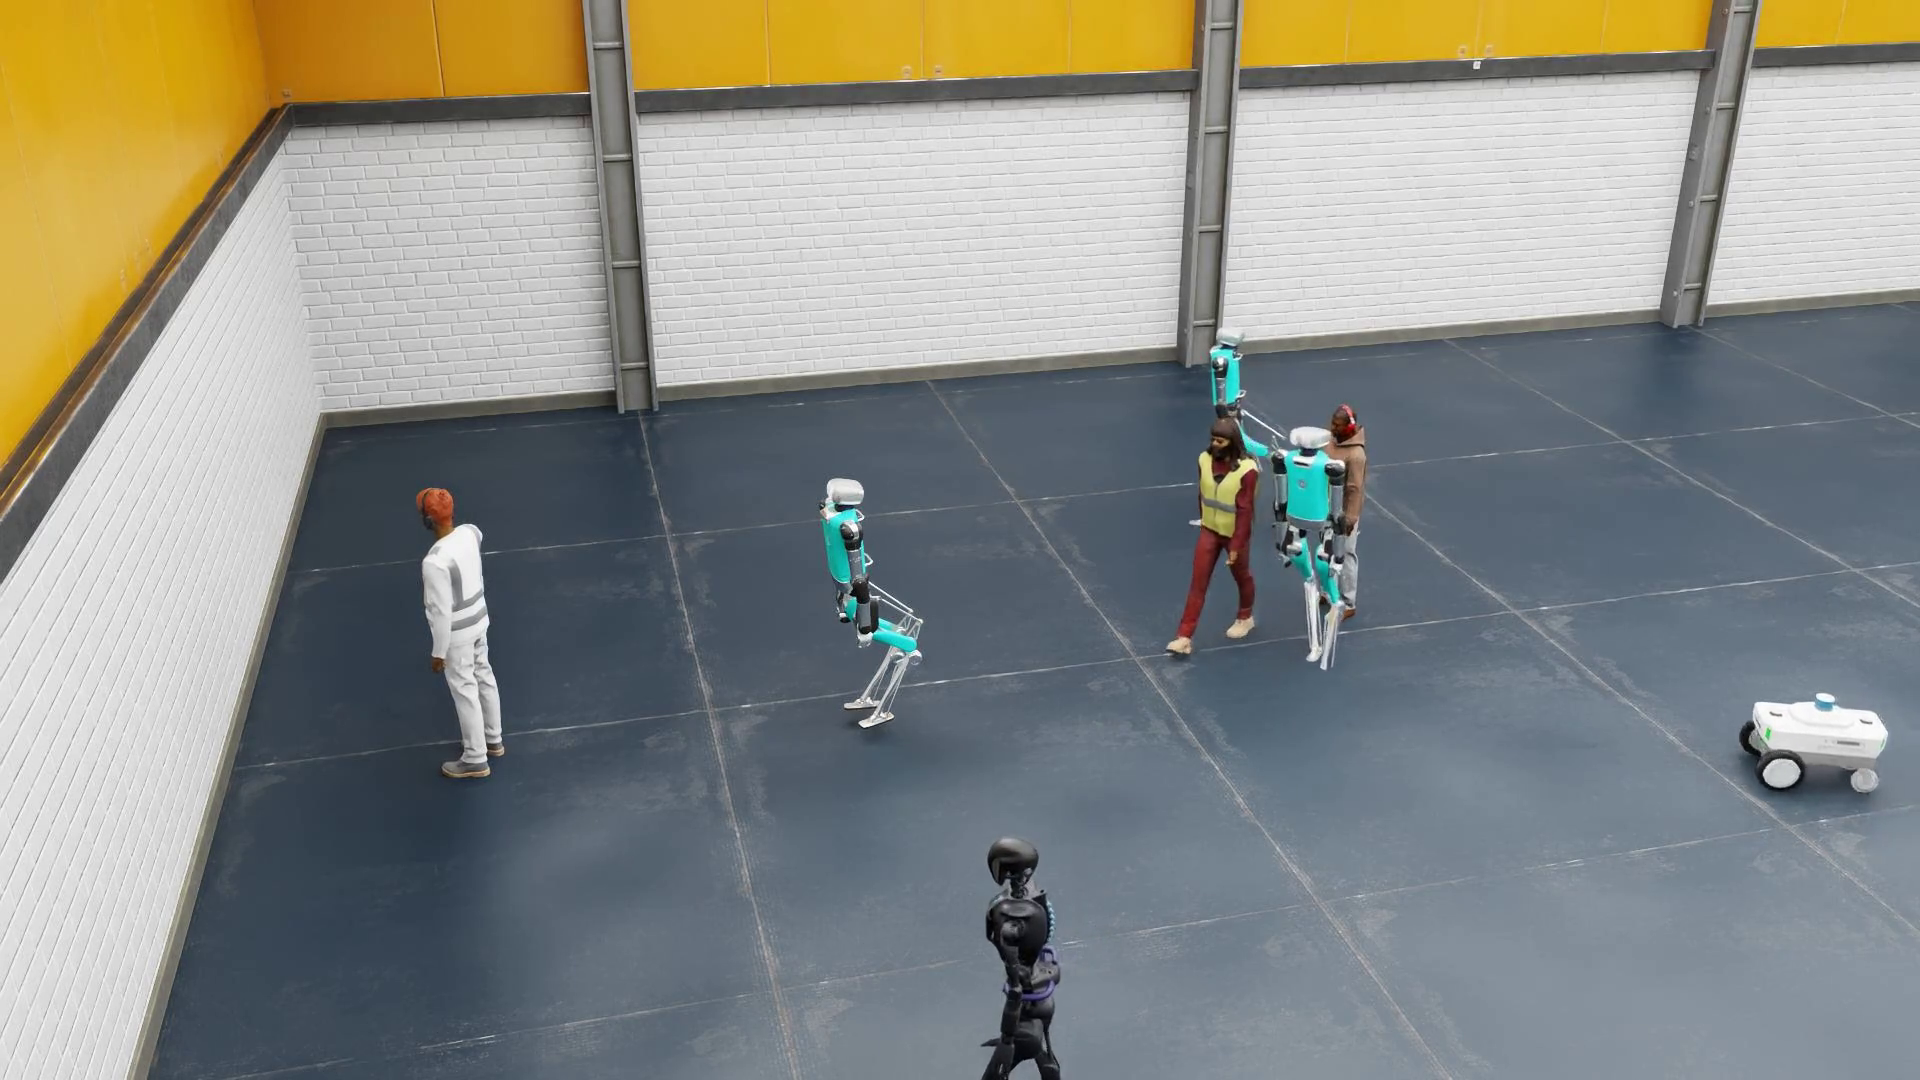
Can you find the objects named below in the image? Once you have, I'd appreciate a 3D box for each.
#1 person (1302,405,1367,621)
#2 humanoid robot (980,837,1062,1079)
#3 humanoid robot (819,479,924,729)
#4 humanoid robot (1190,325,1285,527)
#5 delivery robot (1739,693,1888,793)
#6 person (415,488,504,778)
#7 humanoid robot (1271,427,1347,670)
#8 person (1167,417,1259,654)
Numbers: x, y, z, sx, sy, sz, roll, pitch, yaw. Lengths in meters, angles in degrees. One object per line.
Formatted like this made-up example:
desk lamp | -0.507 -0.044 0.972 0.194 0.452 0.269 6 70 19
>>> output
person | 2.775 -0.205 12.120 0.308 1.646 0.462 -10 26 -21
humanoid robot | 0.213 1.968 7.171 0.736 1.628 0.610 4 24 9
humanoid robot | -0.501 0.376 10.519 0.735 1.677 0.533 -9 25 -20
humanoid robot | 2.439 -0.846 13.535 1.039 1.778 0.530 7 25 16
delivery robot | 5.242 1.216 10.216 0.747 0.572 0.499 4 24 10
person | -3.045 0.557 10.091 0.355 1.886 0.572 5 24 10
humanoid robot | 2.485 0.038 11.522 0.570 1.824 0.667 19 30 36
person | 1.823 -0.025 11.612 0.475 1.719 0.940 17 29 33
